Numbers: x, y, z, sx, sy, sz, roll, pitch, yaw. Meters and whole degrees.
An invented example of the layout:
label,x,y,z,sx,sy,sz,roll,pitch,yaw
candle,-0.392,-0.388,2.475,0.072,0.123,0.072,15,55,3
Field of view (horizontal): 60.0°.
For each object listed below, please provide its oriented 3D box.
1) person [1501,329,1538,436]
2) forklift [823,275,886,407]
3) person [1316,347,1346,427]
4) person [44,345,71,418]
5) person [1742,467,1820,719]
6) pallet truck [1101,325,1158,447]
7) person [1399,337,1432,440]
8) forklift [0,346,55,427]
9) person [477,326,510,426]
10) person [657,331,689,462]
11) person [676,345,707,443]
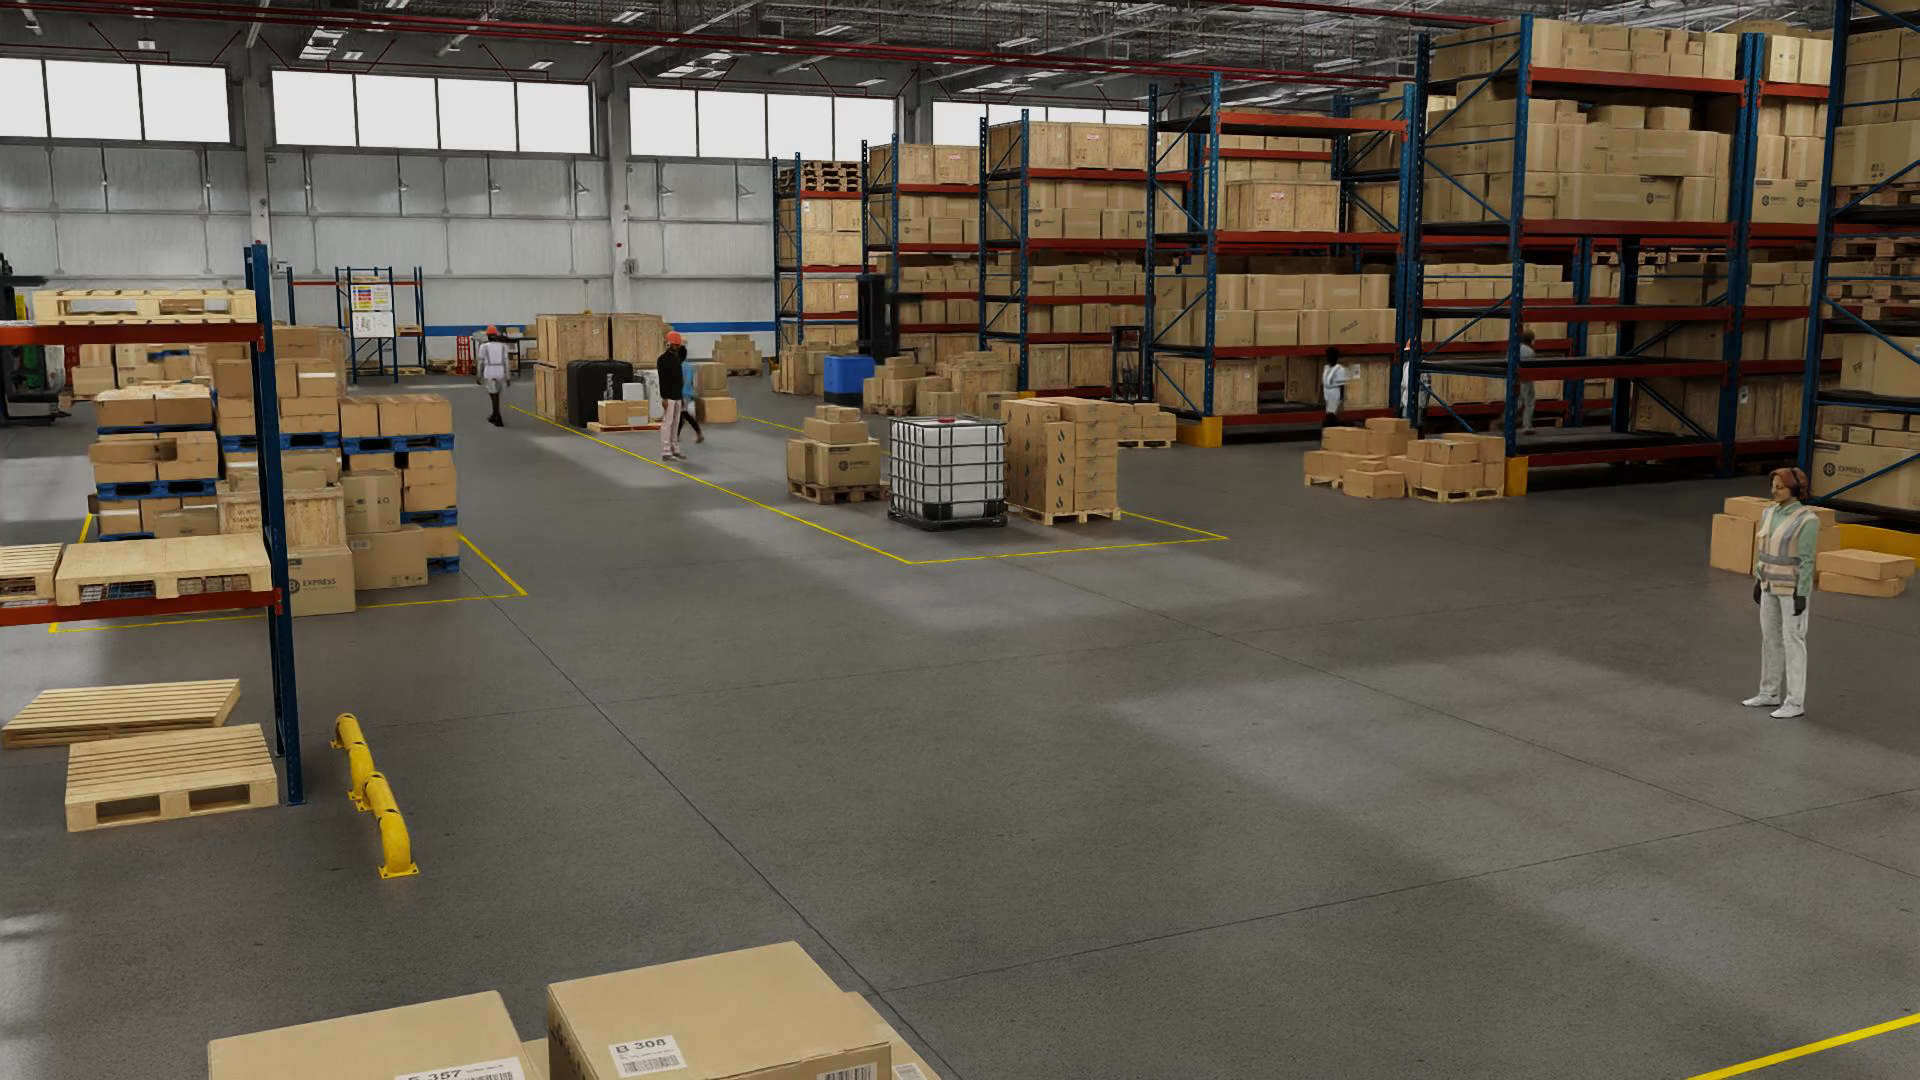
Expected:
label,x,y,z,sx,sy,sz,roll,pitch,yaw
person,9.940,-2.760,29.242,0.589,1.900,0.656,-2,9,-13
forklift,-1.940,-4.326,35.927,1.873,2.768,1.129,-4,10,-25
person,6.011,-2.297,27.037,0.520,1.680,0.544,-3,10,-17
person,-17.984,-3.392,33.099,0.367,1.931,0.631,-2,9,-10
person,5.378,0.337,10.858,0.311,1.634,0.520,-1,9,-9
pallet truck,2.881,-2.596,27.923,0.823,1.965,1.885,-1,9,-7
person,6.662,-2.009,24.468,0.362,1.935,0.553,-5,10,-28
forklift,-17.952,-3.489,30.732,1.873,2.768,1.129,-4,10,-24
person,-8.796,-3.094,31.377,0.551,1.892,0.983,-7,12,-37
person,-4.402,-2.197,25.470,0.384,1.991,0.609,3,10,18
person,-4.630,-2.458,28.102,0.817,1.668,0.537,4,10,21
